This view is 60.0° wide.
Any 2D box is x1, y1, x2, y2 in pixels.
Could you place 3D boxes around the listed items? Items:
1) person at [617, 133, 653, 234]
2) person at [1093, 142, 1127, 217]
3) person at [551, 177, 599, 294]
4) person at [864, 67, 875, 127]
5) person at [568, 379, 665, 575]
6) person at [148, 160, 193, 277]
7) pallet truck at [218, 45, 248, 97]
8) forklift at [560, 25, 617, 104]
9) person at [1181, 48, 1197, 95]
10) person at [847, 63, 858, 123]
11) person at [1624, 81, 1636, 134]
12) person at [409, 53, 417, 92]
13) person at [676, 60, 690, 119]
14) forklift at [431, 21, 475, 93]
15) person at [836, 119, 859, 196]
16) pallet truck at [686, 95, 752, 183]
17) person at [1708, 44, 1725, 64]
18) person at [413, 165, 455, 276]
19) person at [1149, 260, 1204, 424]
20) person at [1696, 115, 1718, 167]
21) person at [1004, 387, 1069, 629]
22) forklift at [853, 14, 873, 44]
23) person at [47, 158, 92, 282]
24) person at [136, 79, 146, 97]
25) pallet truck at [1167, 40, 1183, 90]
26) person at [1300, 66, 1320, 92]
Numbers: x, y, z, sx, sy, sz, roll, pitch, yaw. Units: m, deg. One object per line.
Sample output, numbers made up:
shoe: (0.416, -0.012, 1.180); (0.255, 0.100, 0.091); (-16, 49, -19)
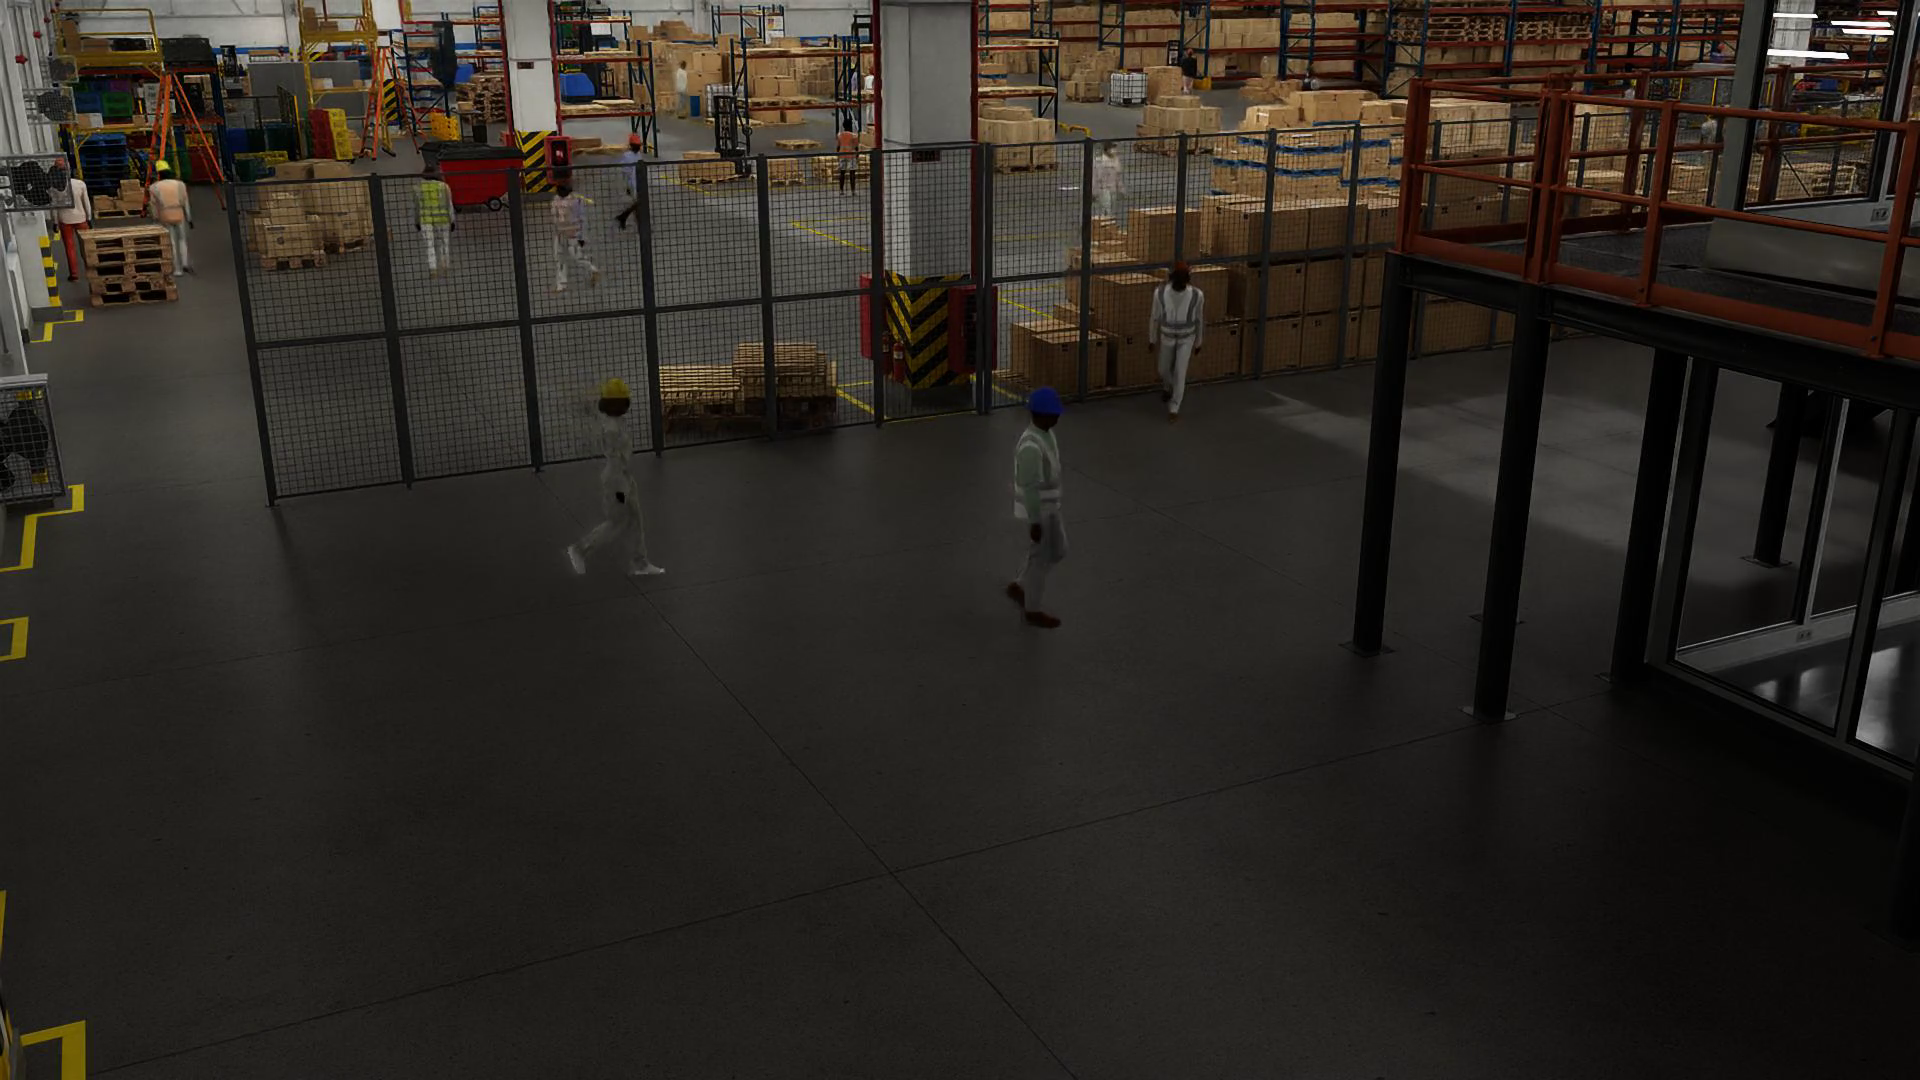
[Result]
person: (-6.324, -6.875, 32.059); (0.768, 1.920, 0.554); (7, 20, 21)
person: (2.838, -6.403, 30.698); (0.851, 1.909, 0.644); (17, 25, 41)
person: (-6.149, -4.836, 26.318); (0.628, 1.812, 0.808); (13, 23, 32)
person: (-2.823, -14.260, 53.513); (0.575, 1.882, 0.361); (16, 25, 39)
person: (-2.906, -0.506, 13.883); (0.718, 1.722, 0.491); (0, 19, 0)
person: (-13.110, -5.345, 27.622); (0.626, 1.910, 0.480); (-14, 23, -35)
pallet truck: (-28.879, -18.665, 66.111); (0.823, 1.965, 1.885); (-3, 19, -9)
forklift: (-14.054, -17.892, 62.535); (1.873, 2.768, 1.129); (-9, 21, -25)
person: (8.777, -17.843, 63.748); (0.636, 1.980, 0.517); (1, 19, 2)
person: (-3.518, -14.710, 54.751); (0.382, 1.924, 0.594); (2, 19, 5)
person: (19.807, -12.614, 48.916); (0.612, 1.771, 0.937); (5, 20, 13)
person: (-20.262, -16.950, 61.279); (0.656, 1.909, 0.571); (12, 22, 31)
person: (-9.375, -15.205, 56.195); (0.464, 1.917, 0.744); (0, 19, -1)
forklift: (-20.920, -19.720, 67.836); (1.129, 2.768, 1.873); (14, 23, 35)
person: (-2.531, -8.607, 37.423); (0.534, 1.694, 0.321); (4, 19, 10)
pallet truck: (-5.836, -9.608, 39.856); (0.823, 1.965, 1.885); (10, 22, 27)
person: (31.336, -19.601, 69.004); (0.642, 1.878, 0.941); (9, 21, 24)
person: (-8.781, -5.347, 27.802); (0.643, 1.809, 0.866); (-6, 20, -16)
person: (2.467, -2.295, 18.877); (0.602, 1.858, 0.725); (5, 20, 14)
person: (17.294, -9.042, 38.429); (0.525, 1.852, 0.430); (1, 19, 2)
person: (0.622, -0.246, 12.814); (0.436, 1.927, 0.634); (6, 20, 16)
forklift: (-4.455, -22.896, 77.040); (1.129, 2.768, 1.873); (-3, 19, -10)
person: (-14.498, -5.220, 27.138); (0.625, 1.992, 0.389); (-18, 26, -41)
person: (-25.219, -13.418, 51.458); (0.521, 1.633, 0.312); (8, 21, 23)
pallet truck: (9.045, -19.971, 69.895); (0.823, 1.965, 1.885); (-3, 19, -8)
person: (10.969, -13.901, 52.233); (1.033, 2.000, 0.691); (-9, 21, -23)
